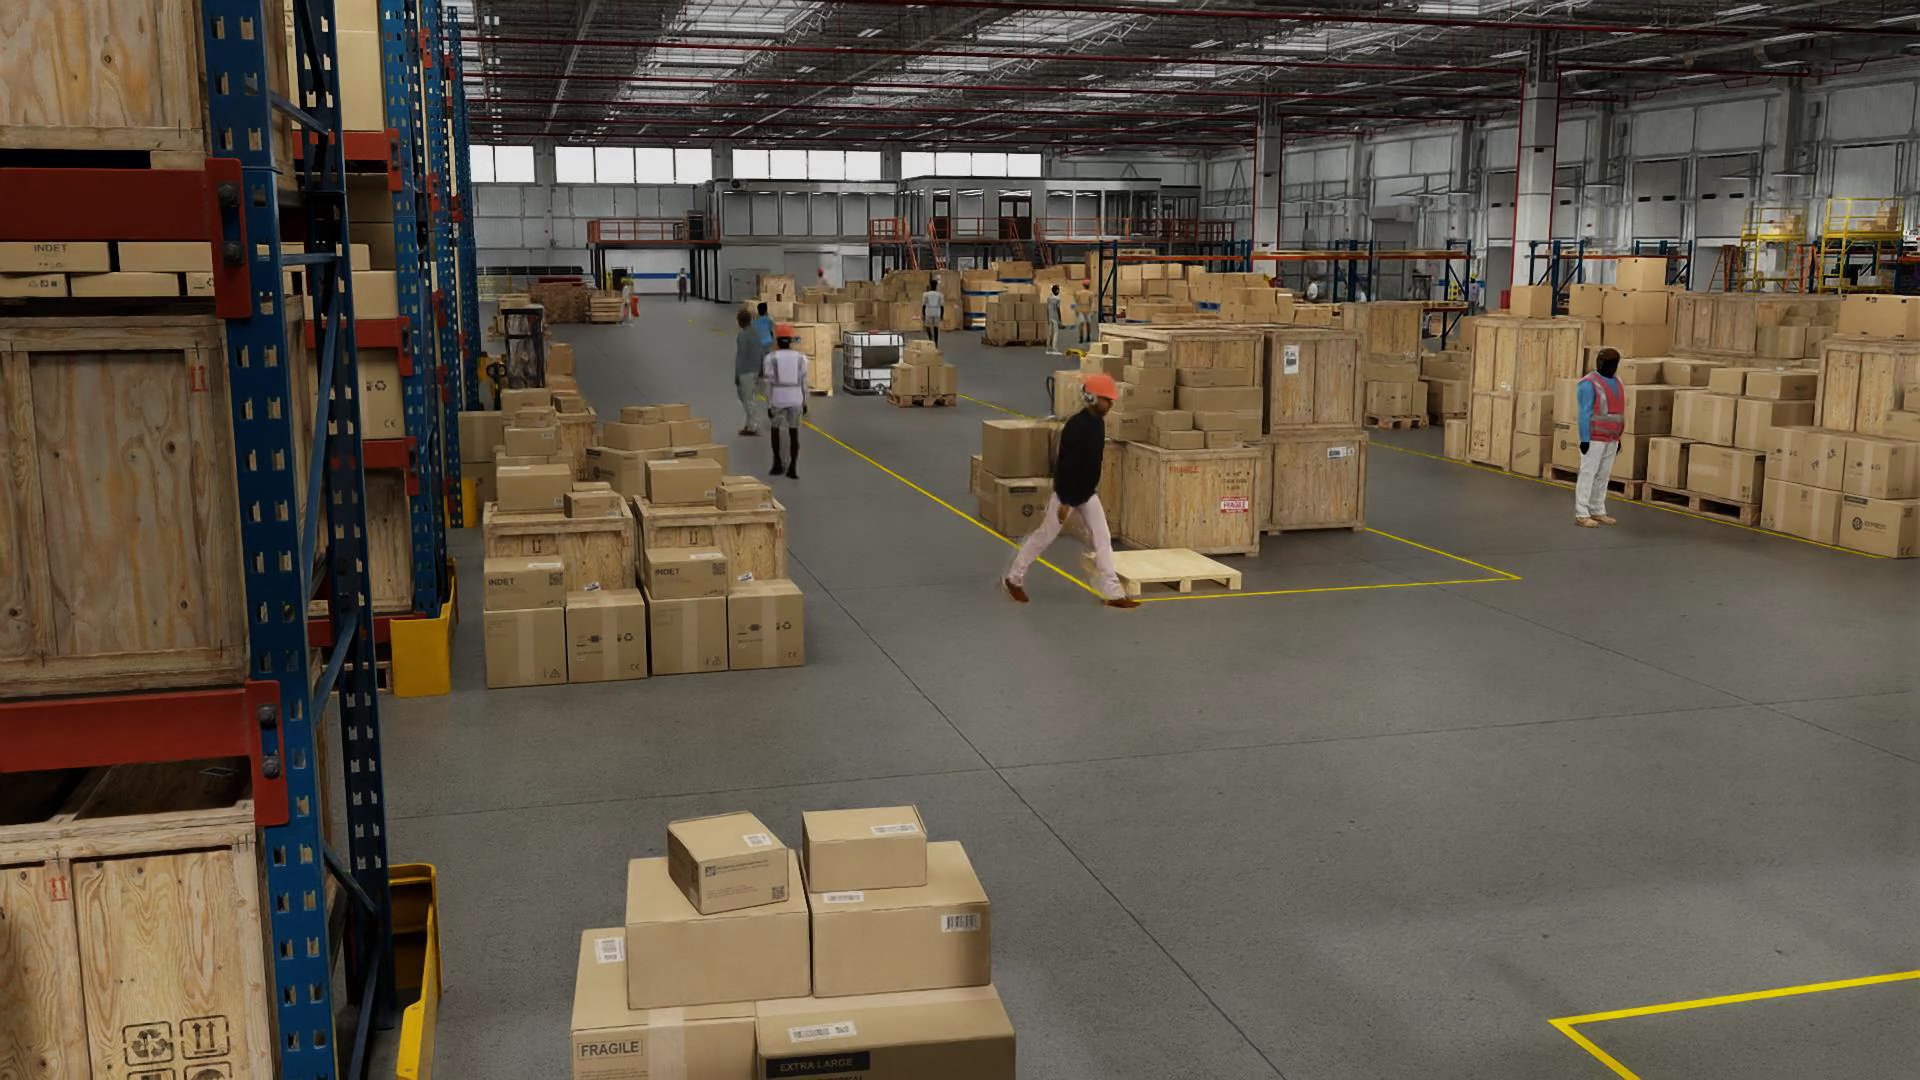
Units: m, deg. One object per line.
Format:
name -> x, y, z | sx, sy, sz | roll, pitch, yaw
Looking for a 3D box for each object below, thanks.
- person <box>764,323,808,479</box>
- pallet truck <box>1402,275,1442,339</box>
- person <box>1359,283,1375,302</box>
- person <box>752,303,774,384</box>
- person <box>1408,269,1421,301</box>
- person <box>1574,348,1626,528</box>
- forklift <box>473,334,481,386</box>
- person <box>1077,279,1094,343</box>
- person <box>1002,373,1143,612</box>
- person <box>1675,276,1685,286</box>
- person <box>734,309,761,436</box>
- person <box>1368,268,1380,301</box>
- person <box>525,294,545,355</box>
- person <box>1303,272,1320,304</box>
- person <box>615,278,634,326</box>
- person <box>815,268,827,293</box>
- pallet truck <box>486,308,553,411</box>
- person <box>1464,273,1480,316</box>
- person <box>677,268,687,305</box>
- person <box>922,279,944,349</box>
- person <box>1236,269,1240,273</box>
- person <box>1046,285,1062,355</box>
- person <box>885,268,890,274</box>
person -> -2.163, -1.722, 20.671 | 0.569, 1.916, 0.625 | -3, 10, -16
pallet truck -> 14.620, -7.324, 52.145 | 0.823, 1.965, 1.885 | 8, 13, 40
person -> 11.656, -6.473, 47.792 | 0.942, 1.845, 0.579 | -7, 12, -35
person -> -4.120, -4.116, 34.827 | 0.535, 1.697, 0.322 | -7, 12, -34
person -> 21.298, -11.827, 78.153 | 0.648, 1.812, 0.762 | -2, 10, -13
person -> 6.576, -1.046, 17.042 | 0.633, 1.839, 0.429 | -7, 12, -34
forklift -> -10.686, -4.472, 33.497 | 1.873, 2.768, 1.129 | -3, 10, -15
person -> 3.737, -6.839, 49.690 | 0.543, 1.904, 0.917 | 2, 10, 11
person -> 0.855, -0.391, 13.218 | 1.185, 1.902, 0.638 | 6, 12, 32
person -> 25.286, -8.333, 58.351 | 0.351, 1.838, 0.642 | -3, 11, -18
person -> -3.268, -2.518, 25.130 | 0.515, 1.925, 0.654 | 2, 10, 14
person -> 19.227, -11.729, 77.348 | 0.831, 1.914, 0.618 | -2, 10, -14
person -> -11.122, -5.620, 43.558 | 0.516, 1.620, 0.685 | -2, 10, -11
person -> 11.628, -7.878, 55.159 | 0.536, 2.000, 0.705 | 5, 11, 25
person -> -12.193, -8.609, 60.196 | 0.772, 1.710, 0.517 | 1, 10, 4
person -> -5.700, -10.186, 68.382 | 0.634, 1.983, 0.540 | 9, 13, 40
pallet truck -> -6.242, -2.418, 24.362 | 0.823, 1.965, 1.885 | 1, 10, 3
person -> 18.353, -8.600, 59.613 | 0.581, 1.919, 0.396 | -1, 10, -7
person -> -13.760, -12.577, 82.423 | 0.520, 1.823, 0.855 | -3, 10, -17
person -> -0.762, -6.359, 46.818 | 0.637, 1.945, 0.444 | -2, 10, -8
person -> 11.751, -10.633, 71.184 | 0.766, 1.901, 0.597 | -3, 10, -14
person -> 2.504, -5.833, 44.110 | 0.325, 1.860, 0.507 | -8, 13, -40
person -> -3.306, -11.595, 76.656 | 0.355, 1.883, 0.574 | -2, 10, -12
